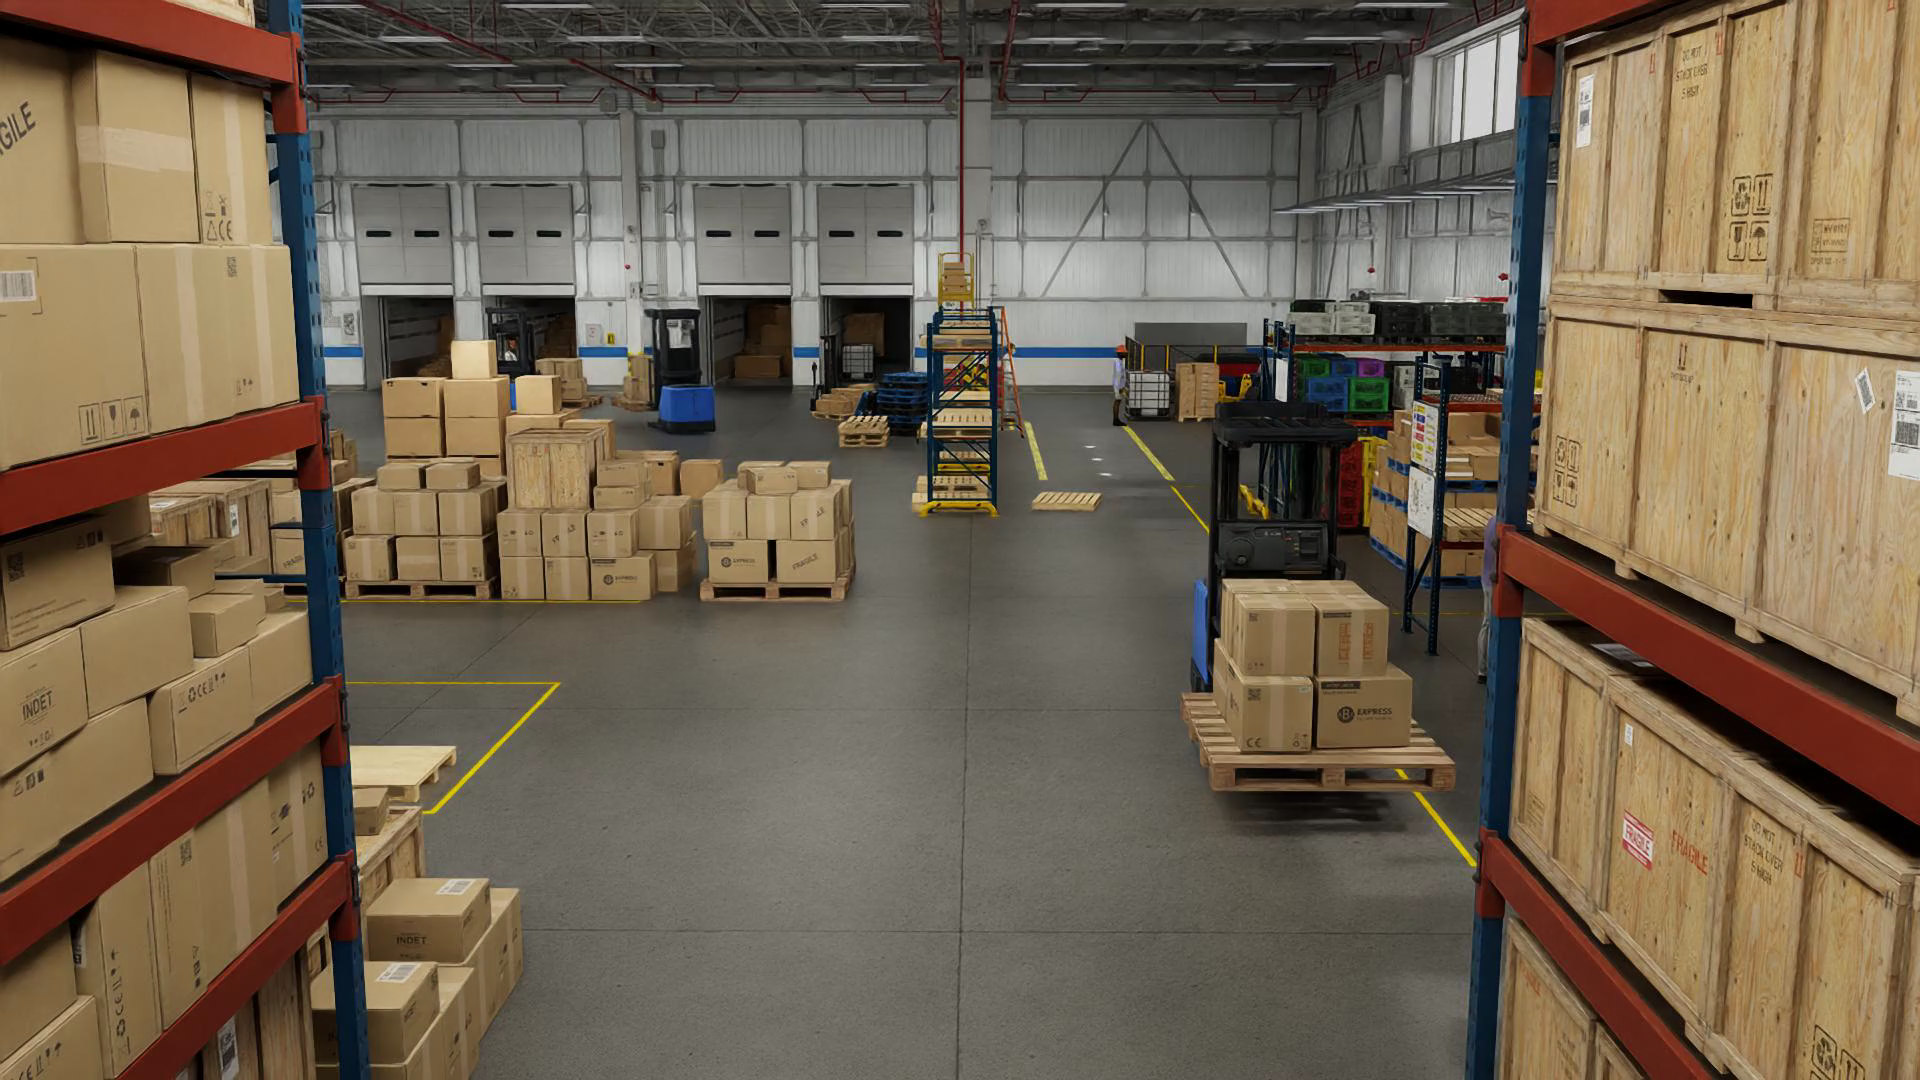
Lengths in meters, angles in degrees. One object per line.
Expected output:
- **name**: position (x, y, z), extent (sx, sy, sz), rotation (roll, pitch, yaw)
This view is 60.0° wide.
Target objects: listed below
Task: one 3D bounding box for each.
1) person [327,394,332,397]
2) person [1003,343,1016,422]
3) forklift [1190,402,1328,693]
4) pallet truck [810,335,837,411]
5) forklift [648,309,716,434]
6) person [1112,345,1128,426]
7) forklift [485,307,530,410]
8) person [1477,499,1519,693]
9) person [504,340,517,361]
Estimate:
- **person**: position (-18.411, -4.830, 47.287), extent (0.882, 1.593, 0.525), rotation (-1, 10, -3)
- **person**: position (1.194, -3.849, 40.634), extent (0.377, 1.936, 0.628), rotation (0, 10, 3)
- **forklift**: position (2.698, 0.176, 14.688), extent (1.129, 2.768, 1.873), rotation (0, 10, 1)
- **pallet truck**: position (-3.021, -4.312, 43.126), extent (1.885, 1.965, 0.823), rotation (3, 10, 17)
- **forklift**: position (-6.413, -3.903, 38.219), extent (1.129, 2.768, 1.873), rotation (-5, 11, -26)
- **person**: position (3.819, -3.684, 39.674), extent (0.372, 1.939, 0.544), rotation (0, 10, 3)
- **forklift**: position (-10.754, -4.150, 39.646), extent (1.129, 2.768, 1.873), rotation (0, 10, 1)
- **person**: position (5.130, 0.461, 15.759), extent (0.377, 1.940, 0.628), rotation (0, 10, 3)
- **person**: position (-11.565, -4.225, 42.953), extent (0.360, 1.884, 0.574), rotation (0, 10, 3)
